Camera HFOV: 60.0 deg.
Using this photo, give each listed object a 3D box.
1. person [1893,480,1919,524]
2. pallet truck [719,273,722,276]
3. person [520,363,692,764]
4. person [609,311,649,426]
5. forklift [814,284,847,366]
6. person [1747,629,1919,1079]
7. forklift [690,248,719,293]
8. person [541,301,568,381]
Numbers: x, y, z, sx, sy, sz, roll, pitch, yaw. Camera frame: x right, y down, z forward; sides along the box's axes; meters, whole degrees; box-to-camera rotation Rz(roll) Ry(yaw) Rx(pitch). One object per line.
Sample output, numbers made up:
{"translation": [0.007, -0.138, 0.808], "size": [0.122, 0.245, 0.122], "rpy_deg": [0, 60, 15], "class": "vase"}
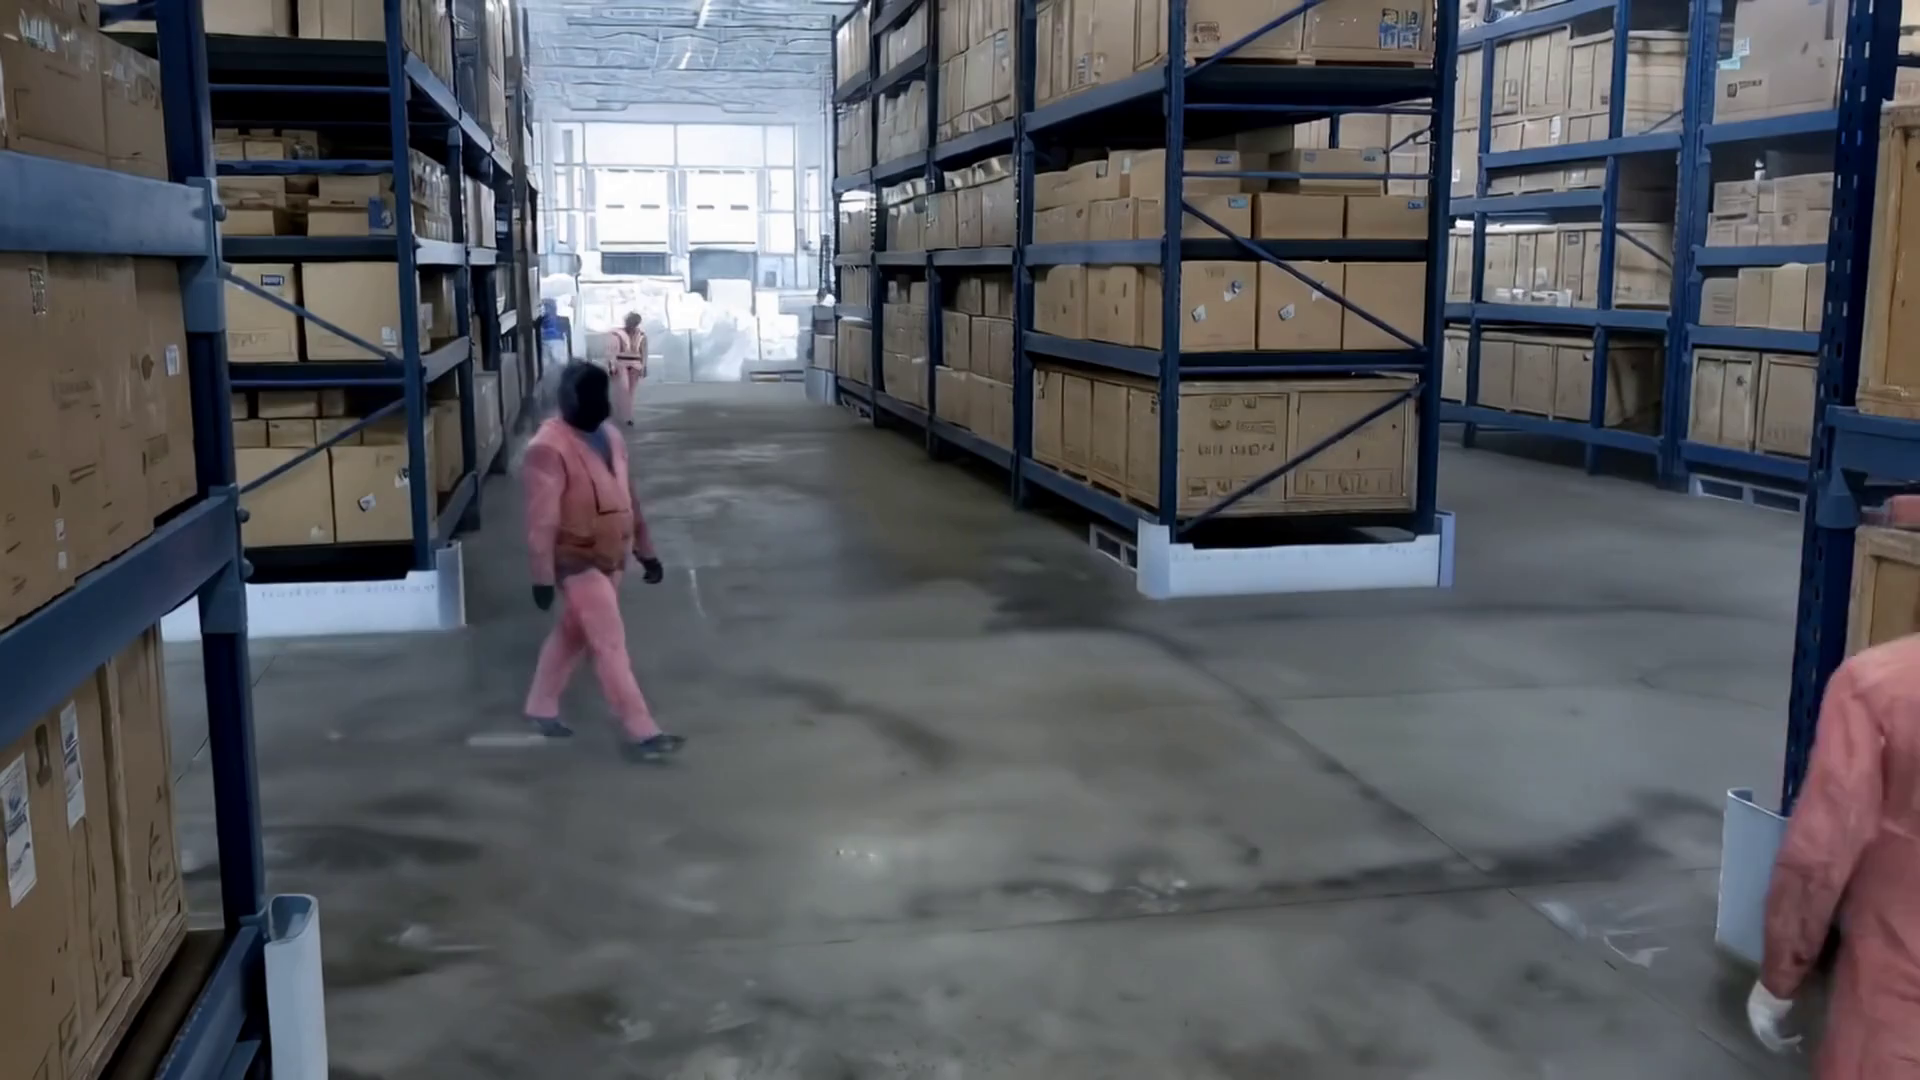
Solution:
{"translation": [3.662, 0.328, 6.325], "size": [0.693, 1.722, 0.493], "rpy_deg": [-2, 10, -14], "class": "person"}
{"translation": [-8.580, -8.986, 62.280], "size": [1.885, 1.965, 0.823], "rpy_deg": [1, 9, 5], "class": "pallet truck"}
{"translation": [-1.663, 0.101, 7.528], "size": [0.955, 1.799, 0.633], "rpy_deg": [3, 10, 18], "class": "person"}
{"translation": [-4.591, -2.387, 23.240], "size": [0.547, 1.596, 0.799], "rpy_deg": [-7, 12, -38], "class": "person"}
{"translation": [-2.157, -5.018, 35.408], "size": [1.129, 2.768, 1.873], "rpy_deg": [-9, 13, -44], "class": "forklift"}
{"translation": [1.843, 0.805, 3.019], "size": [0.672, 1.869, 0.973], "rpy_deg": [-1, 9, -4], "class": "person"}
{"translation": [-8.213, -8.018, 53.693], "size": [1.129, 2.768, 1.873], "rpy_deg": [-8, 12, -40], "class": "forklift"}
{"translation": [-7.139, -3.340, 28.921], "size": [0.881, 1.645, 0.579], "rpy_deg": [3, 10, 17], "class": "person"}
